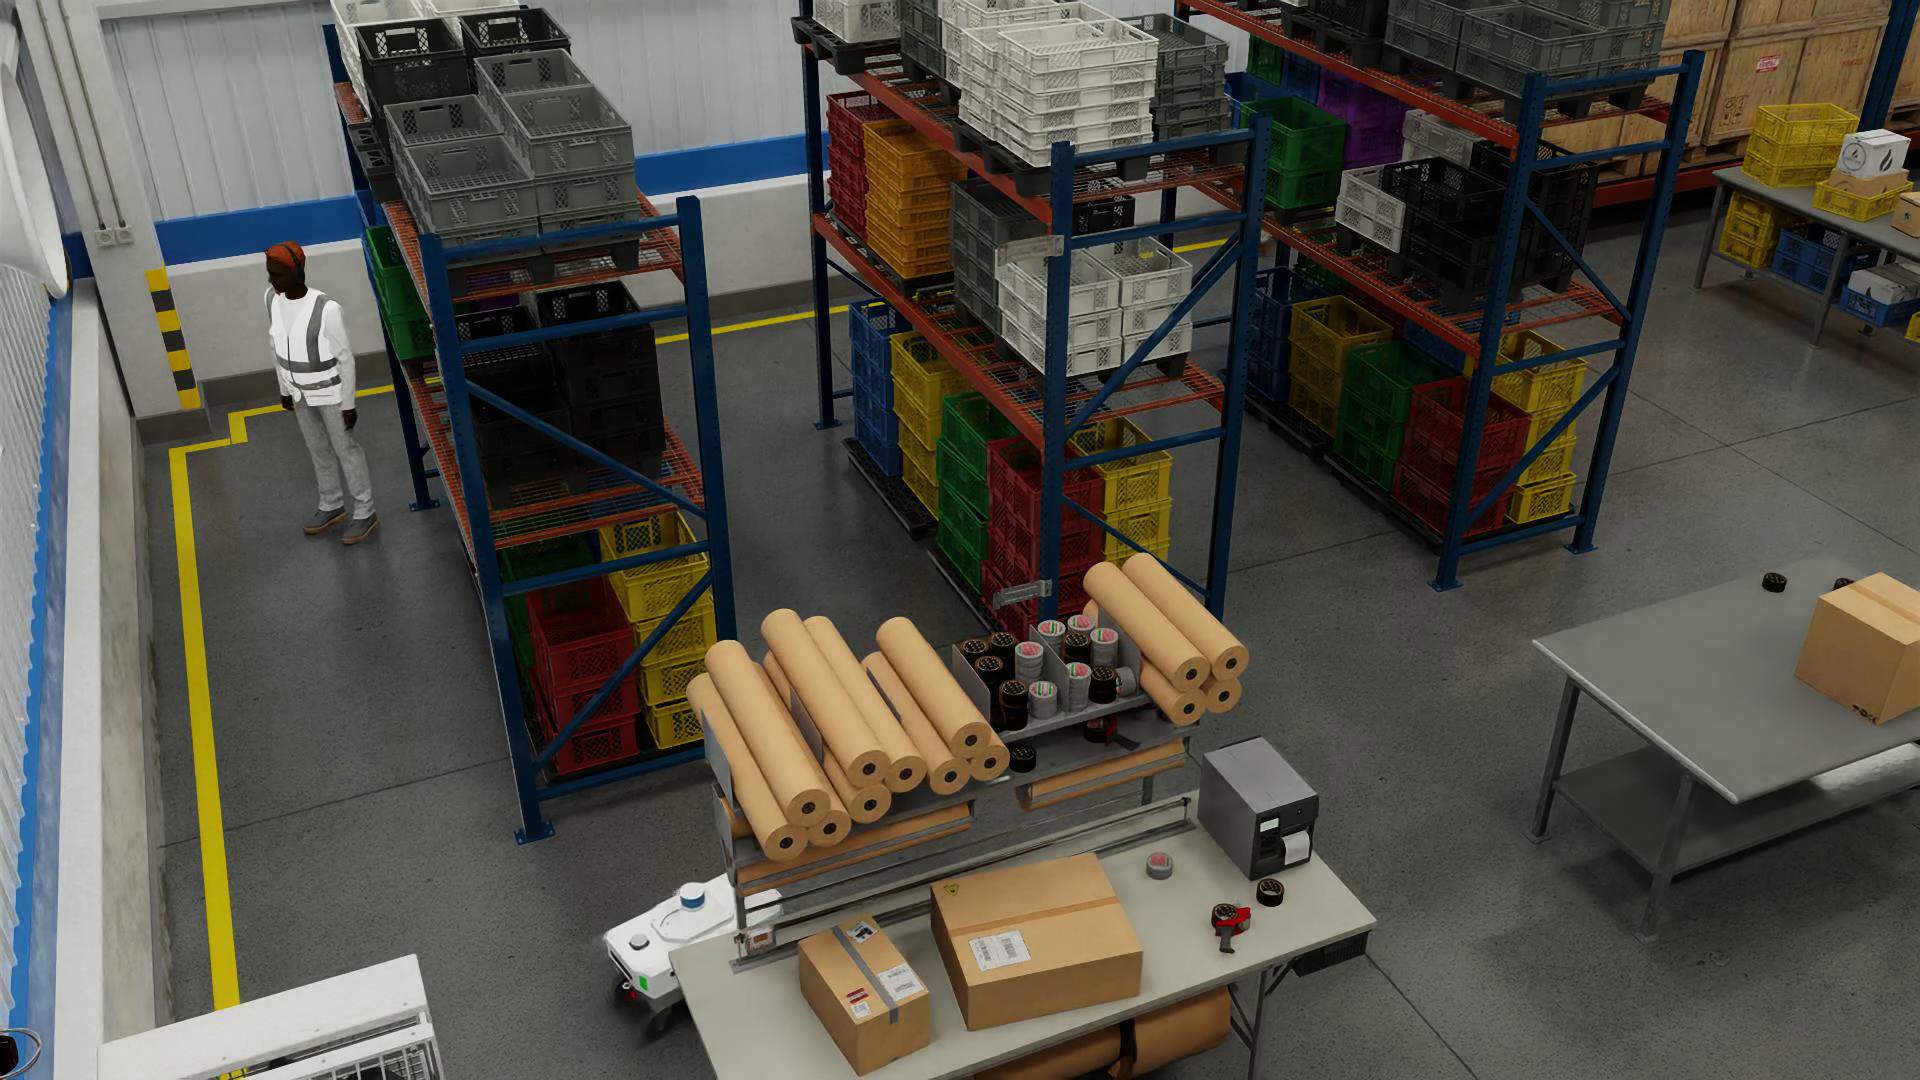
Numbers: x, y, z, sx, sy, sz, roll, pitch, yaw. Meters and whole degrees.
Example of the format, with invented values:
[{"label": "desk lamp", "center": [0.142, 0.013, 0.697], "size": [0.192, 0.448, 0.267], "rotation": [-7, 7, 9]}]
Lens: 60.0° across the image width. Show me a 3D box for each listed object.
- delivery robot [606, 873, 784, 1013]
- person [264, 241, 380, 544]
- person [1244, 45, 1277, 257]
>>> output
[{"label": "delivery robot", "center": [-1.098, 1.638, 6.929], "size": [0.707, 0.478, 0.477], "rotation": [-22, 38, -31]}, {"label": "person", "center": [-3.802, -0.866, 9.825], "size": [0.583, 1.882, 0.350], "rotation": [14, 34, 22]}, {"label": "person", "center": [2.541, -3.221, 13.643], "size": [0.665, 1.893, 0.557], "rotation": [6, 32, 10]}]
